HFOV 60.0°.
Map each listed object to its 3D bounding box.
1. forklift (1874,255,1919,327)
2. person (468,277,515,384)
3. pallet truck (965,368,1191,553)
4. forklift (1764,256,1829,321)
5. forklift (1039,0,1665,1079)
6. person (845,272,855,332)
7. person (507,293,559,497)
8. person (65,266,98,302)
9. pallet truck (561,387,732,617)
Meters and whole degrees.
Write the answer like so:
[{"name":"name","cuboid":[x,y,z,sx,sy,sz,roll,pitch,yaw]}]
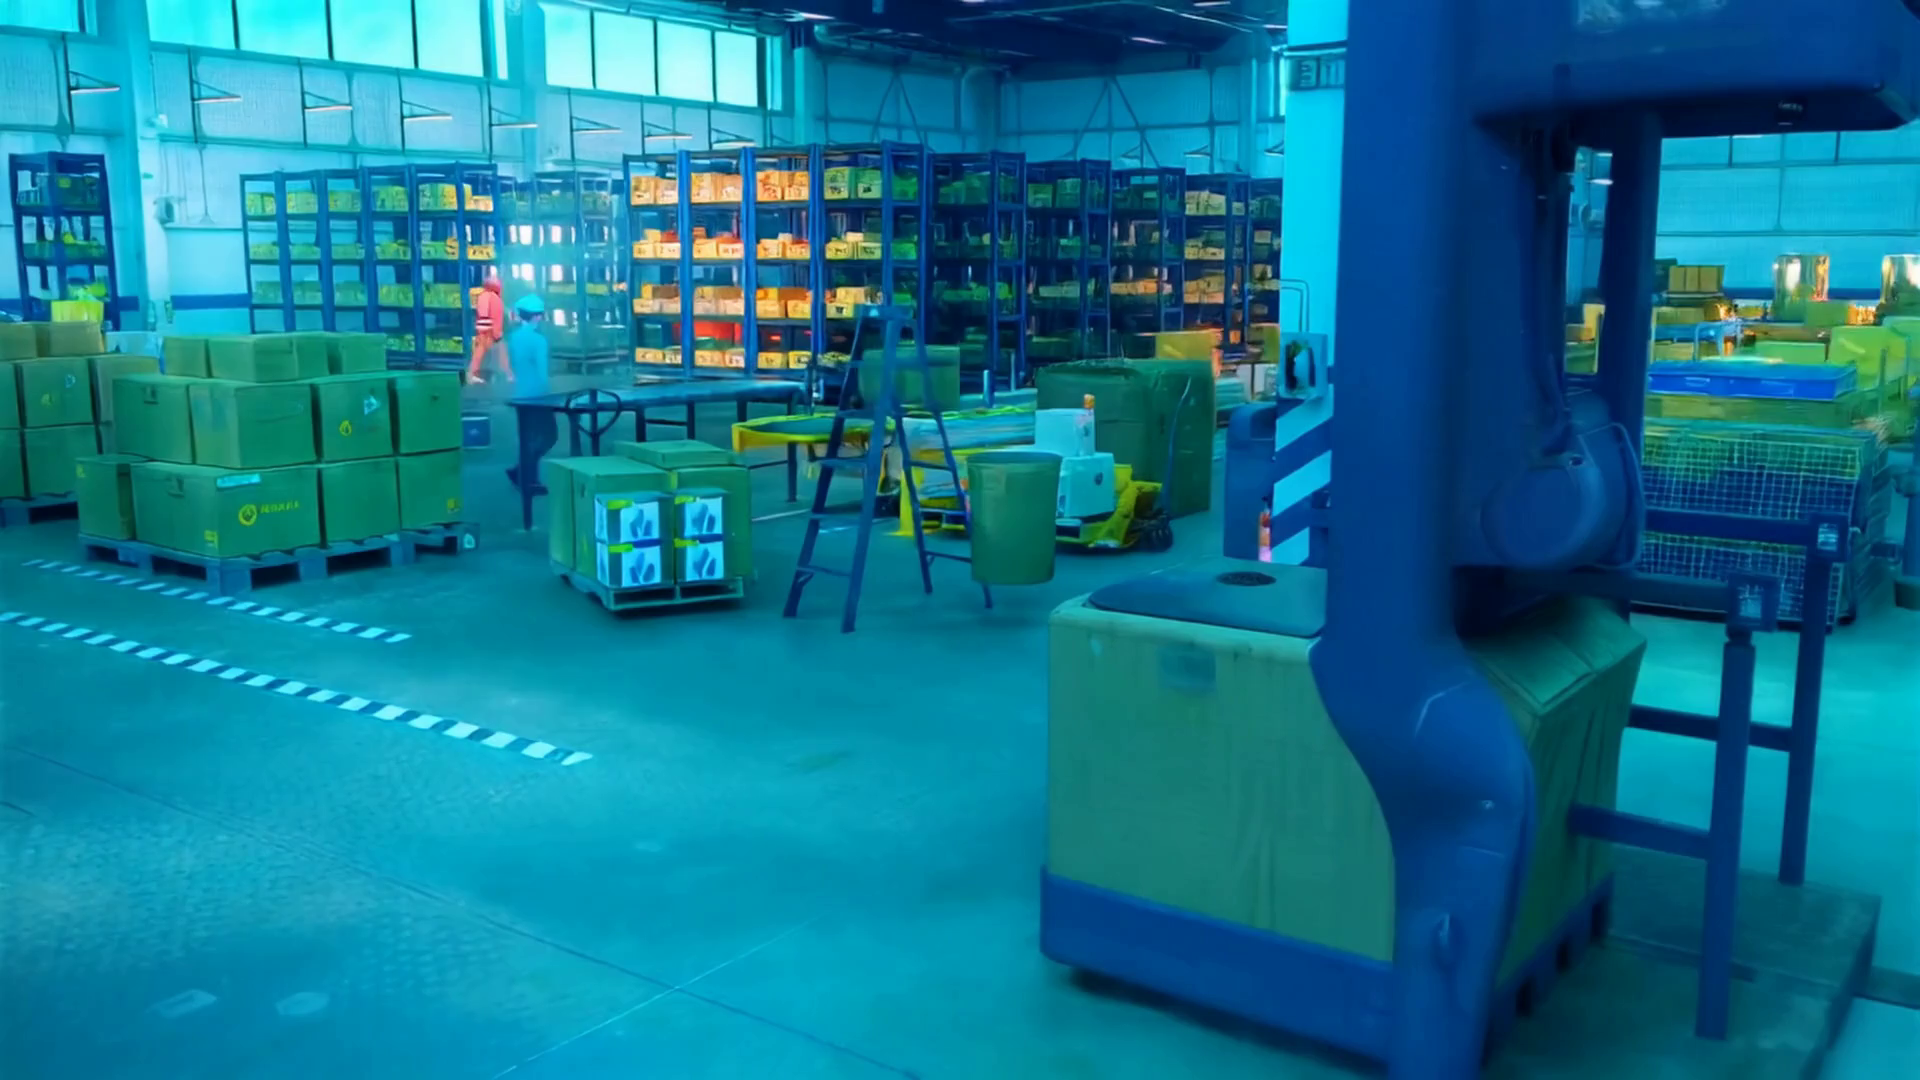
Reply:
[{"name":"forklift","cuboid":[22.089,-5.634,38.796,1.157,1.987,2.680,6,11,33]},{"name":"person","cuboid":[-7.719,-3.444,27.386,0.603,1.764,1.010,7,12,34]},{"name":"pallet truck","cuboid":[0.845,-0.609,11.869,1.630,1.274,0.653,7,12,35]},{"name":"forklift","cuboid":[20.253,-5.854,40.139,1.157,1.987,2.680,7,12,35]},{"name":"forklift","cuboid":[1.249,-0.137,4.360,1.873,2.768,1.129,7,12,35]},{"name":"person","cuboid":[-2.210,-4.681,34.608,0.573,1.819,0.829,8,12,39]},{"name":"person","cuboid":[-3.673,-1.216,14.139,0.527,1.754,0.455,8,13,41]},{"name":"person","cuboid":[-11.810,-2.711,22.461,0.386,1.948,0.601,-2,10,-13]},{"name":"pallet truck","cuboid":[-1.981,-0.274,10.088,0.680,1.201,1.601,-5,11,-28]}]
